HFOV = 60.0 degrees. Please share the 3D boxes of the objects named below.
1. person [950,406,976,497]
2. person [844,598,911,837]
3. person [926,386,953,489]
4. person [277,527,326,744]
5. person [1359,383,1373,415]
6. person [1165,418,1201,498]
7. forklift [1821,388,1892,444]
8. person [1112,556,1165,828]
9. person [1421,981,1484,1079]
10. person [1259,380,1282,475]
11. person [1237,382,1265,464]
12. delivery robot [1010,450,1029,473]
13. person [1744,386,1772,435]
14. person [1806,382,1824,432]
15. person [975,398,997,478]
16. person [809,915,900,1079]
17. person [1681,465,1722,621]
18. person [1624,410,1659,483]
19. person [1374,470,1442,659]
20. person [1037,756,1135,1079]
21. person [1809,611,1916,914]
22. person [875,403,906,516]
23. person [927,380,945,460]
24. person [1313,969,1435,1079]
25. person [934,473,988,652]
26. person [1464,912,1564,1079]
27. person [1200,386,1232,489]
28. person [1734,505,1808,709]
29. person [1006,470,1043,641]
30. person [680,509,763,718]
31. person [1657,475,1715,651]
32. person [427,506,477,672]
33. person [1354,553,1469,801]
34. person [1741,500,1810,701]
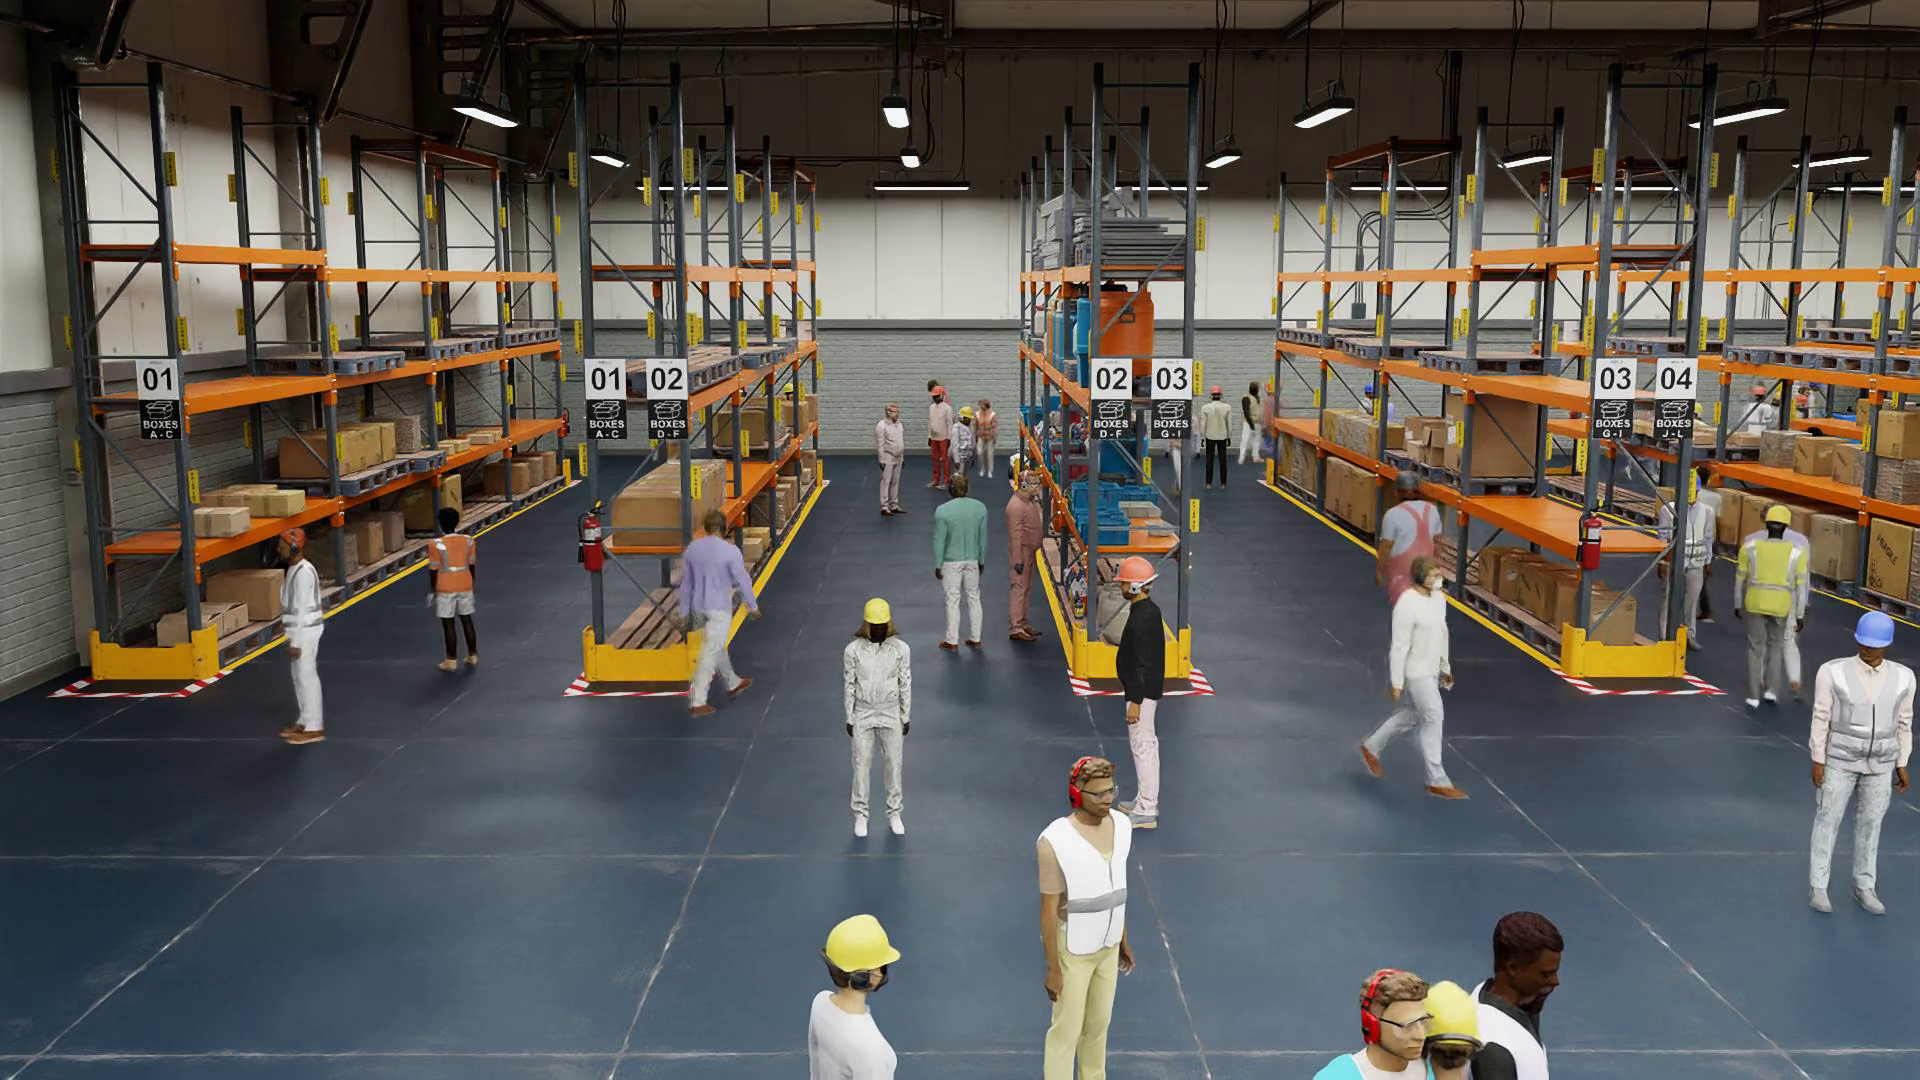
[{"bbox_3d":[0.076,-1.421,28.983,0.403,1.823,0.587,5,10,28],"label":"person"},{"bbox_3d":[-0.588,1.270,11.950,0.484,1.738,0.320,-1,9,-7],"label":"person"},{"bbox_3d":[-0.398,-1.969,31.954,0.386,1.992,0.625,-8,12,-42],"label":"person"},{"bbox_3d":[-5.695,0.820,14.382,0.354,1.882,0.602,-5,10,-30],"label":"person"},{"bbox_3d":[8.225,-2.192,33.544,0.404,1.945,0.614,5,10,32],"label":"person"},{"bbox_3d":[4.114,-1.660,30.649,0.635,1.792,0.991,-2,9,-15],"label":"person"},{"bbox_3d":[20.072,-3.110,36.462,1.873,2.768,1.129,0,9,0],"label":"forklift"},{"bbox_3d":[1.300,1.106,12.175,0.397,1.992,0.622,2,9,13],"label":"person"},{"bbox_3d":[1.543,2.284,5.361,0.540,1.760,0.341,0,9,1],"label":"person"},{"bbox_3d":[6.417,-2.295,34.124,0.519,1.971,0.632,5,10,31],"label":"person"},{"bbox_3d":[6.411,-2.563,36.416,0.811,1.813,0.433,-9,12,-44],"label":"person"},{"bbox_3d":[1.210,-1.576,33.741,0.477,0.478,0.707,0,9,-3],"label":"delivery robot"},{"bbox_3d":[15.968,-2.143,33.408,0.906,1.903,0.559,-4,10,-24],"label":"person"},{"bbox_3d":[18.606,-2.620,36.416,0.450,1.921,0.684,3,9,20],"label":"person"},{"bbox_3d":[0.528,-2.061,33.713,0.523,1.622,0.419,2,9,15],"label":"person"},{"bbox_3d":[-0.363,2.190,5.933,0.315,1.770,0.524,-5,10,-28],"label":"person"},{"bbox_3d":[8.725,0.027,19.727,0.493,1.811,0.995,-1,9,-7],"label":"person"},{"bbox_3d":[13.599,-2.000,32.940,0.610,1.746,0.536,8,12,40],"label":"person"},{"bbox_3d":[4.615,0.255,17.501,0.702,2.000,0.676,-5,10,-28],"label":"person"},{"bbox_3d":[0.572,1.883,7.651,0.386,1.845,0.567,8,12,43],"label":"person"},{"bbox_3d":[5.674,1.395,10.487,0.602,1.941,0.402,1,9,8],"label":"person"},{"bbox_3d":[-1.160,-1.379,28.437,0.410,1.913,0.643,6,11,34],"label":"person"},{"bbox_3d":[-0.489,-2.671,37.082,0.517,1.804,0.645,0,9,2],"label":"person"},{"bbox_3d":[1.334,2.245,5.316,0.565,1.850,0.390,-5,10,-31],"label":"person"},{"bbox_3d":[0.002,0.242,17.962,0.631,1.932,0.375,-4,10,-26],"label":"person"},{"bbox_3d":[1.806,2.167,5.614,0.391,1.913,0.587,3,9,17],"label":"person"},{"bbox_3d":[4.925,-1.975,32.008,0.610,1.990,0.389,0,9,1],"label":"person"},{"bbox_3d":[7.591,0.615,15.631,0.599,1.903,0.674,4,10,22],"label":"person"},{"bbox_3d":[0.731,0.168,18.520,0.399,1.902,0.643,3,9,16],"label":"person"},{"bbox_3d":[-2.233,0.650,15.467,0.645,1.877,1.040,6,11,35],"label":"person"},{"bbox_3d":[7.813,0.234,17.935,0.614,1.947,0.388,0,9,-1],"label":"person"},{"bbox_3d":[-5.189,0.501,17.027,0.320,1.696,0.535,7,12,40],"label":"person"},{"bbox_3d":[3.534,1.029,12.980,0.942,1.911,0.631,7,11,37],"label":"person"},{"bbox_3d":[7.834,0.586,15.897,0.649,1.899,0.828,1,9,4],"label":"person"}]
